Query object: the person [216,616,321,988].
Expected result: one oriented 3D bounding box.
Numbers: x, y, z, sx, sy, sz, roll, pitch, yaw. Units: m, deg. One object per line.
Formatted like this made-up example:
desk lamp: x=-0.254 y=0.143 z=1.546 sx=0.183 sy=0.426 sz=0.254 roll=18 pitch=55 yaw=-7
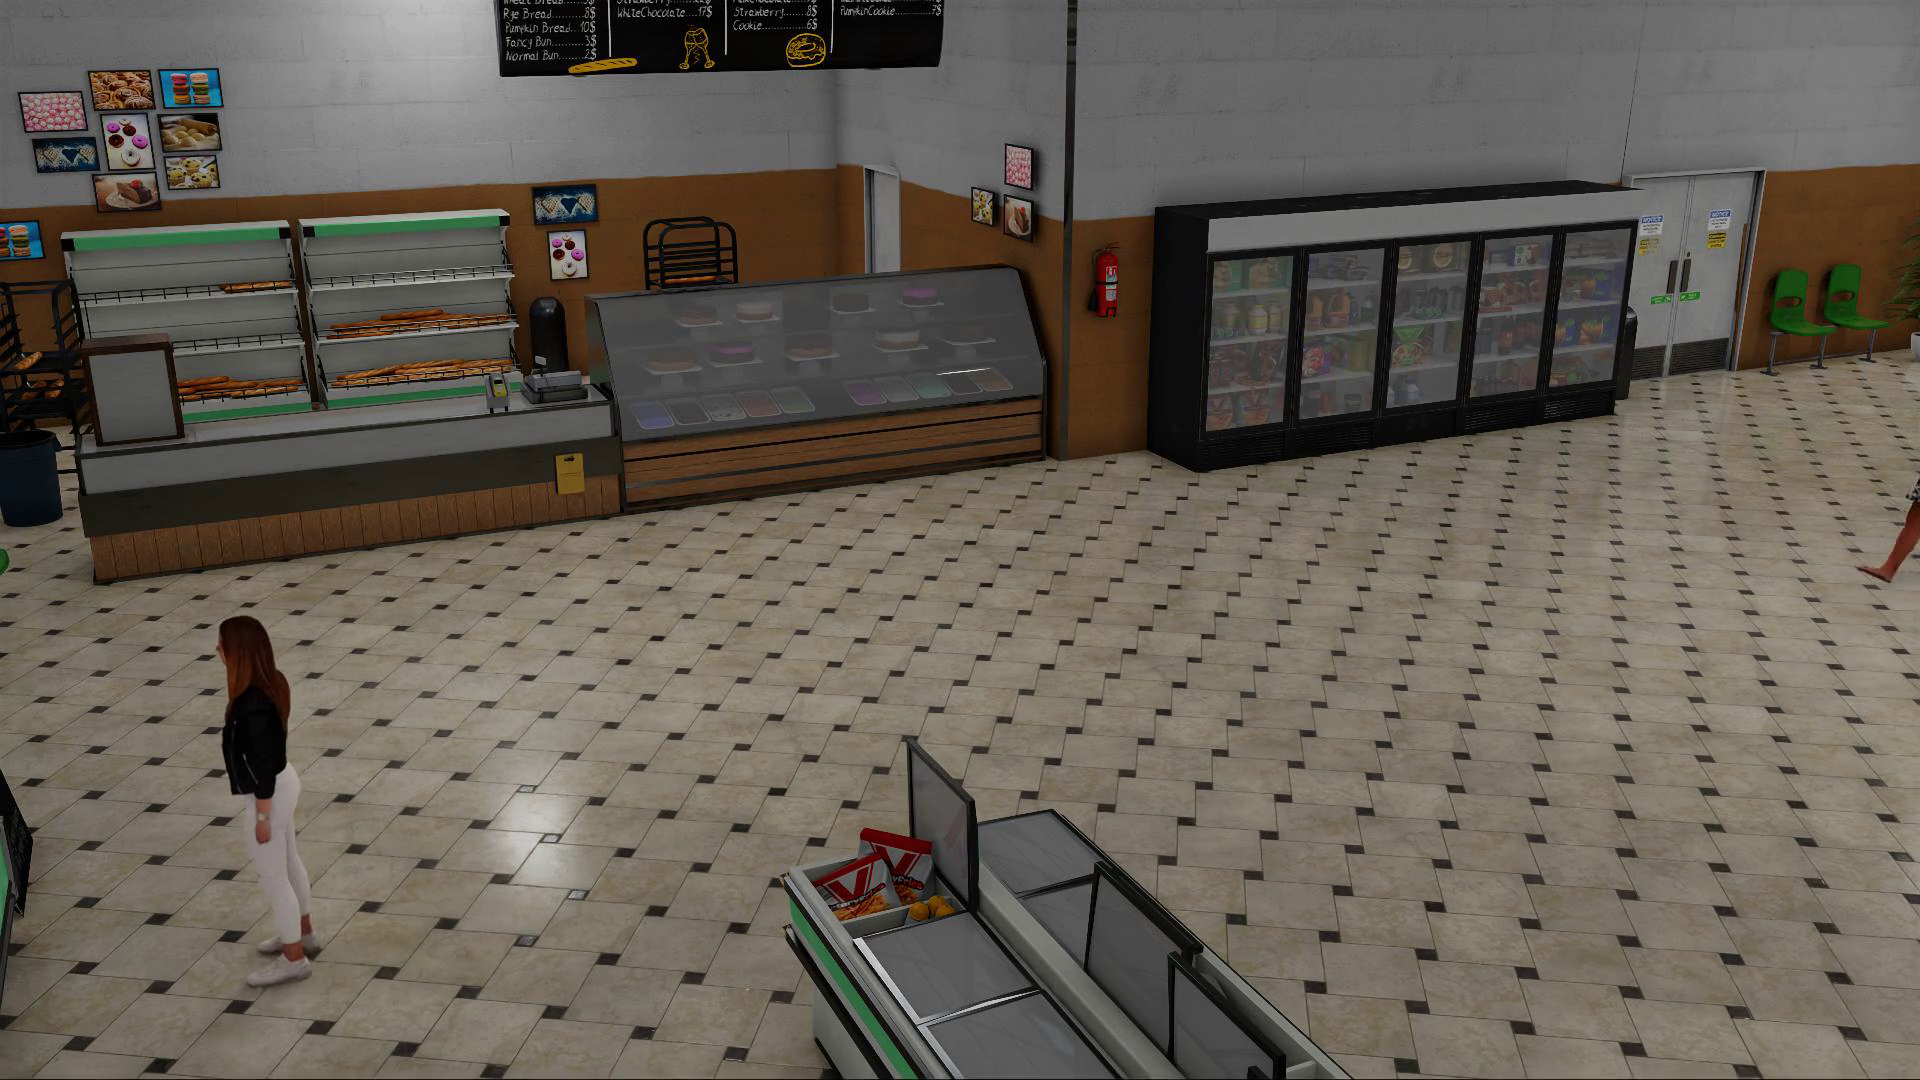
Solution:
person: x=-3.039 y=1.128 z=7.366 sx=0.715 sy=1.702 sz=0.543 roll=-4 pitch=19 yaw=-12
